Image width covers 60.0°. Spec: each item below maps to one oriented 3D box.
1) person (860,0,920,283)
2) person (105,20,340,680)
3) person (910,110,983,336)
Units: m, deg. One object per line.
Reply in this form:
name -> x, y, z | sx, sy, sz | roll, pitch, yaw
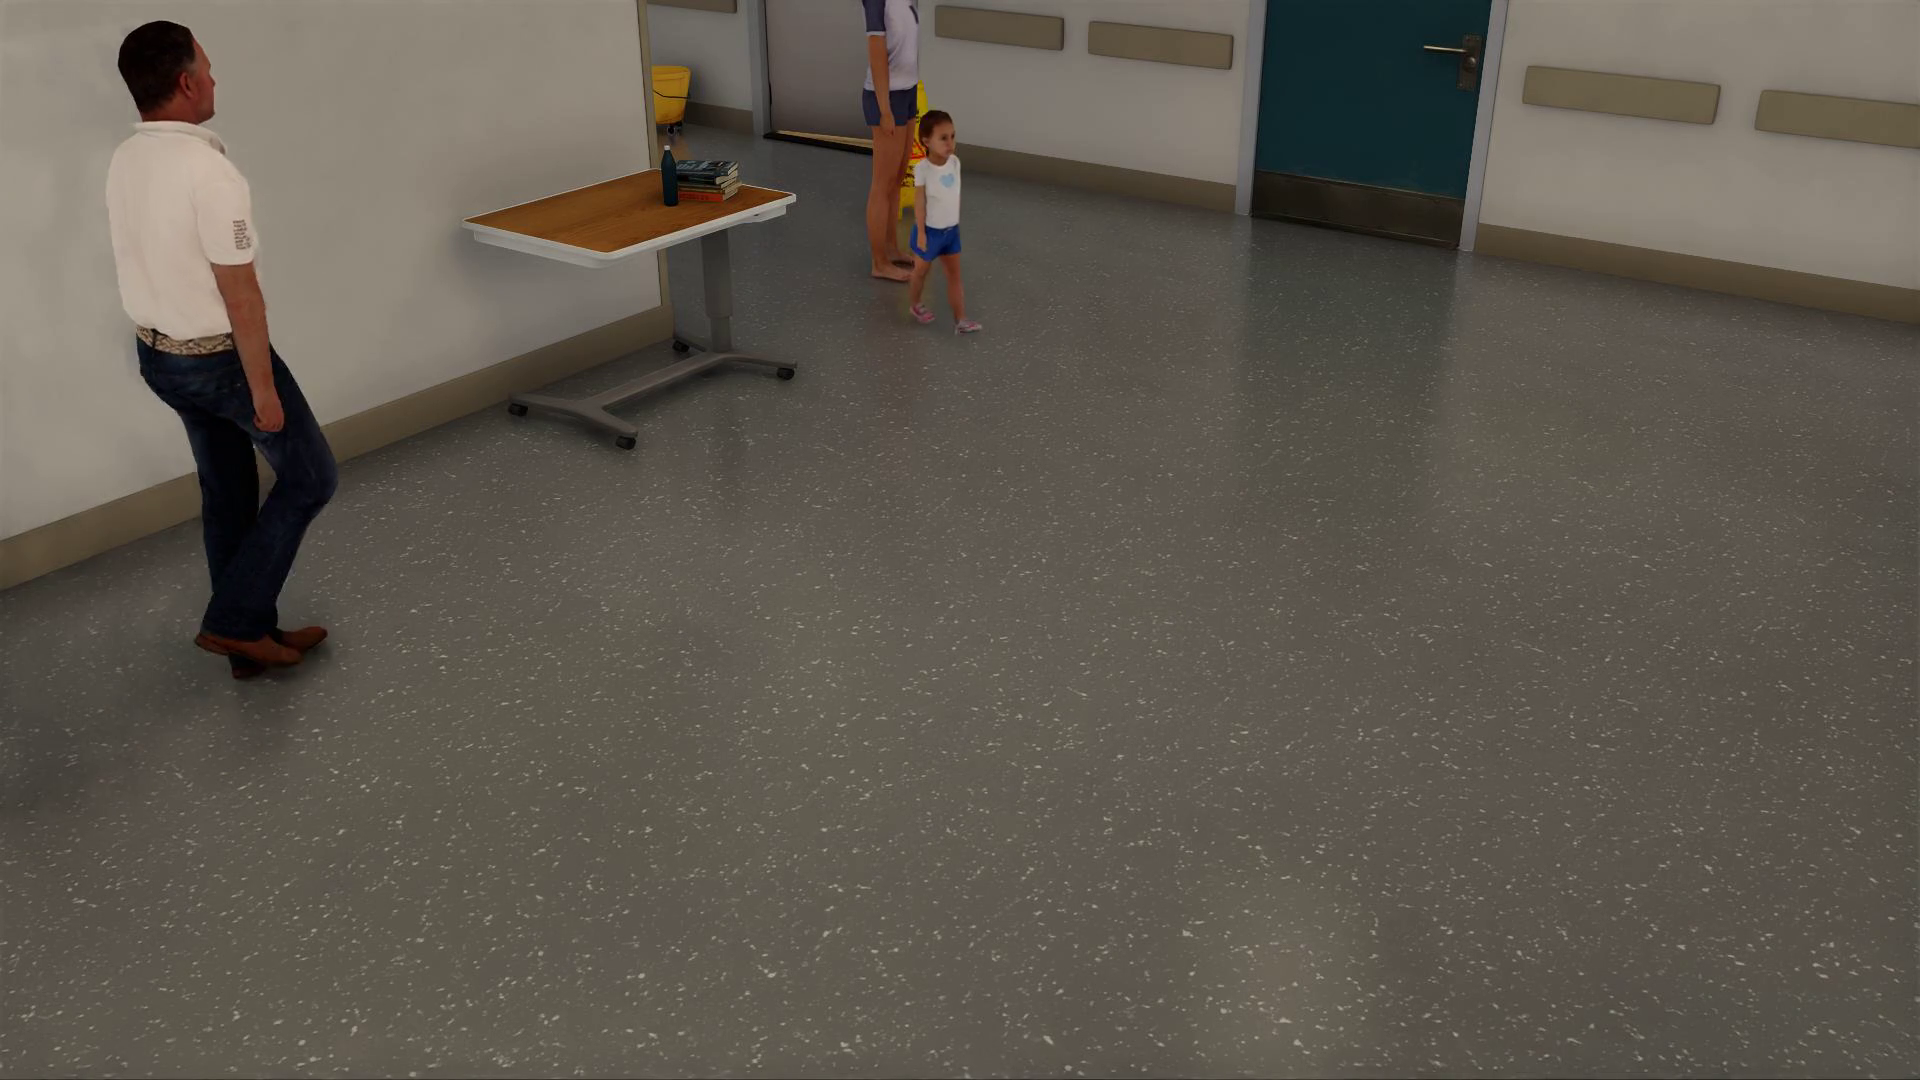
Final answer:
person -> -0.343, -2.177, 8.238 | 0.630, 1.734, 0.650 | 6, 26, 12
person -> -2.096, -0.418, 4.470 | 0.611, 1.840, 0.728 | 18, 31, 33
person -> -0.132, -1.435, 7.552 | 0.585, 0.995, 0.781 | -17, 30, -31
